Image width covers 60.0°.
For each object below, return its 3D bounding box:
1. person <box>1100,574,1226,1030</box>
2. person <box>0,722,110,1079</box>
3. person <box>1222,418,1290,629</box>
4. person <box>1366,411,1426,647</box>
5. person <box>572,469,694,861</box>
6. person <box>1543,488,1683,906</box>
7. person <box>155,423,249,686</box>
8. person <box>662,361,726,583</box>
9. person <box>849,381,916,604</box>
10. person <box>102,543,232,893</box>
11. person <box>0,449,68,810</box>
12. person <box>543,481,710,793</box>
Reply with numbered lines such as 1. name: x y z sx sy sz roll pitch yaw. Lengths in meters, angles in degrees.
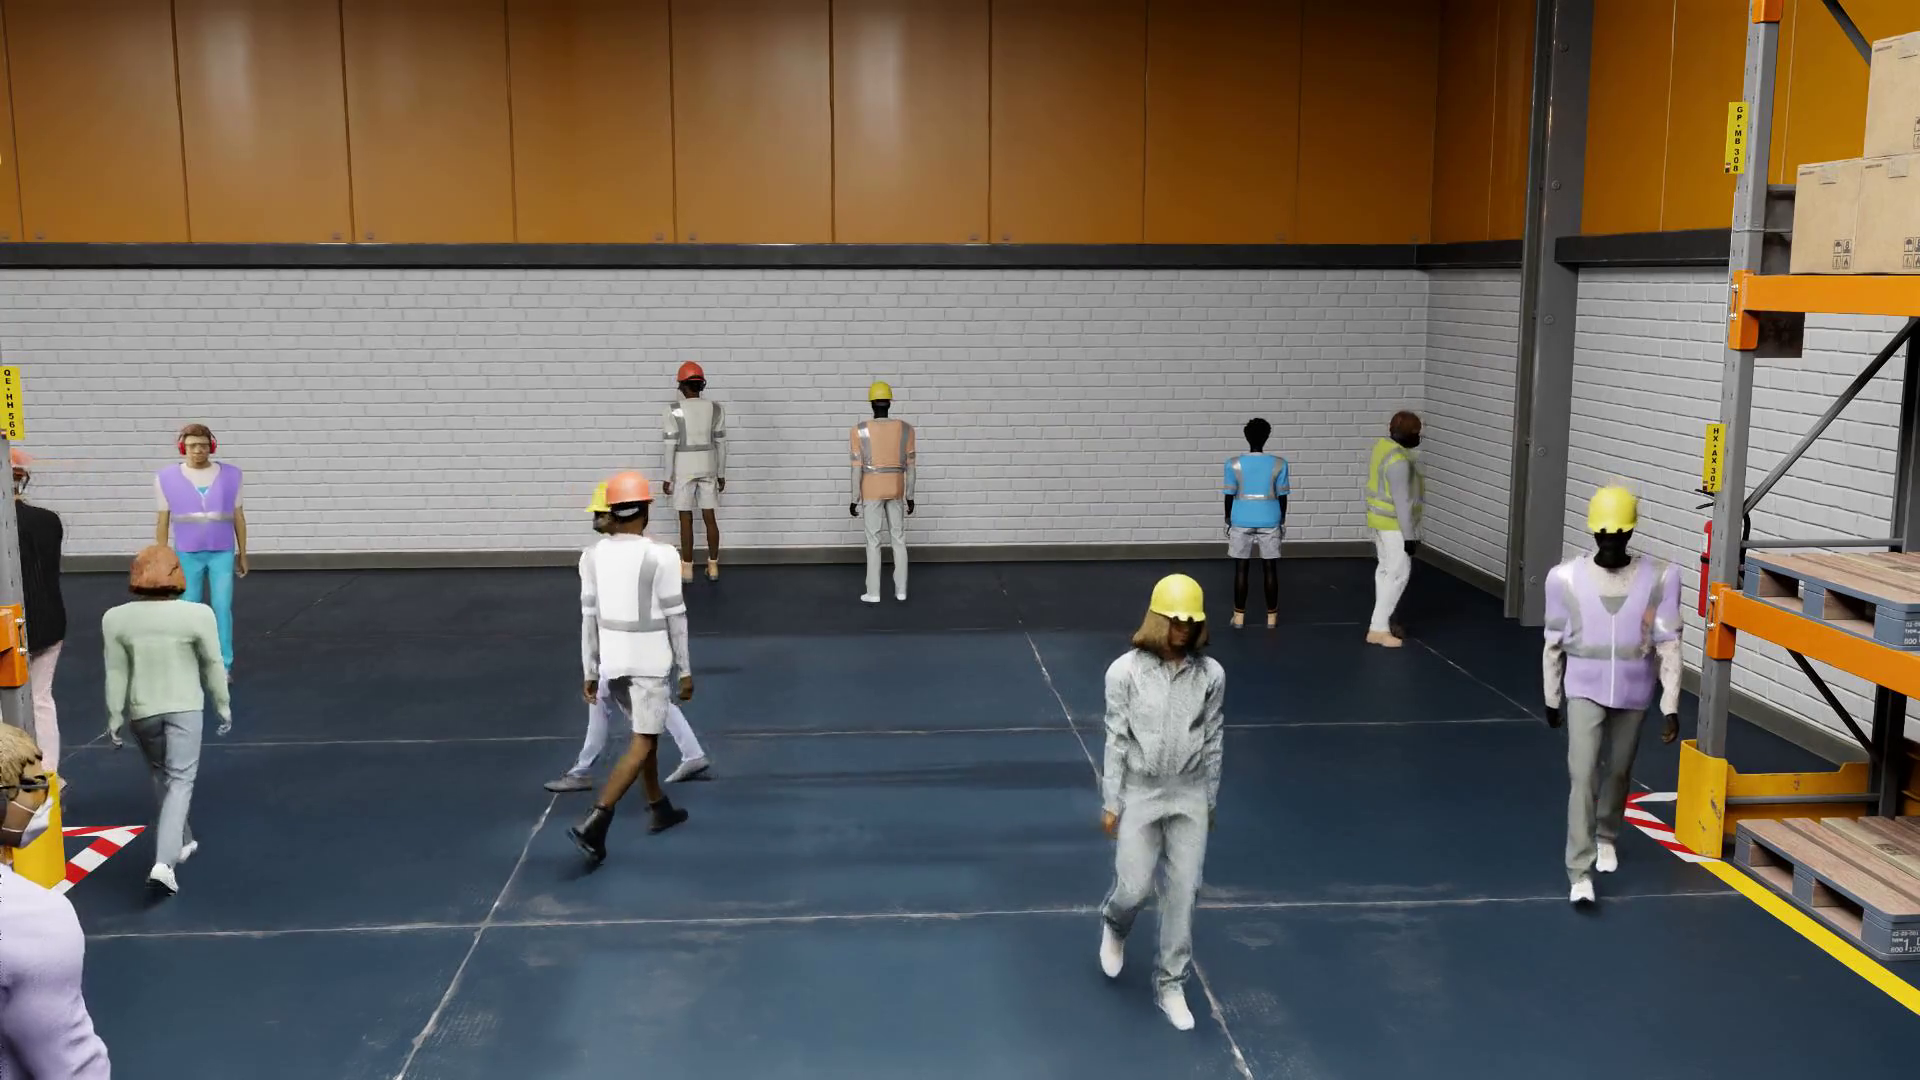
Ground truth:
1. person: 0.761 0.964 6.360 0.500 1.727 0.480 -2 9 -13
2. person: -2.011 1.323 3.487 0.627 1.935 0.372 4 10 22
3. person: 2.365 -0.128 13.338 0.536 1.696 0.322 1 9 6
4. person: 3.352 -0.093 12.794 0.442 1.809 0.702 0 9 1
5. person: -1.633 0.608 8.142 0.544 1.894 0.925 4 10 24
6. person: 2.968 0.696 7.613 0.589 1.875 0.993 3 9 16
7. person: -5.272 0.089 11.591 0.565 1.827 0.629 -6 11 -31
8. person: -2.468 -0.629 15.401 0.615 2.040 0.379 -5 10 -30
9. person: -0.677 -0.408 14.381 0.594 1.922 0.385 -3 10 -20
10. person: -3.707 0.817 7.755 0.520 1.600 0.831 -2 9 -10
11. person: -4.900 0.487 8.651 0.434 1.964 0.617 3 10 18
12. person: -1.818 0.528 9.143 0.898 1.724 0.540 -1 9 -6
